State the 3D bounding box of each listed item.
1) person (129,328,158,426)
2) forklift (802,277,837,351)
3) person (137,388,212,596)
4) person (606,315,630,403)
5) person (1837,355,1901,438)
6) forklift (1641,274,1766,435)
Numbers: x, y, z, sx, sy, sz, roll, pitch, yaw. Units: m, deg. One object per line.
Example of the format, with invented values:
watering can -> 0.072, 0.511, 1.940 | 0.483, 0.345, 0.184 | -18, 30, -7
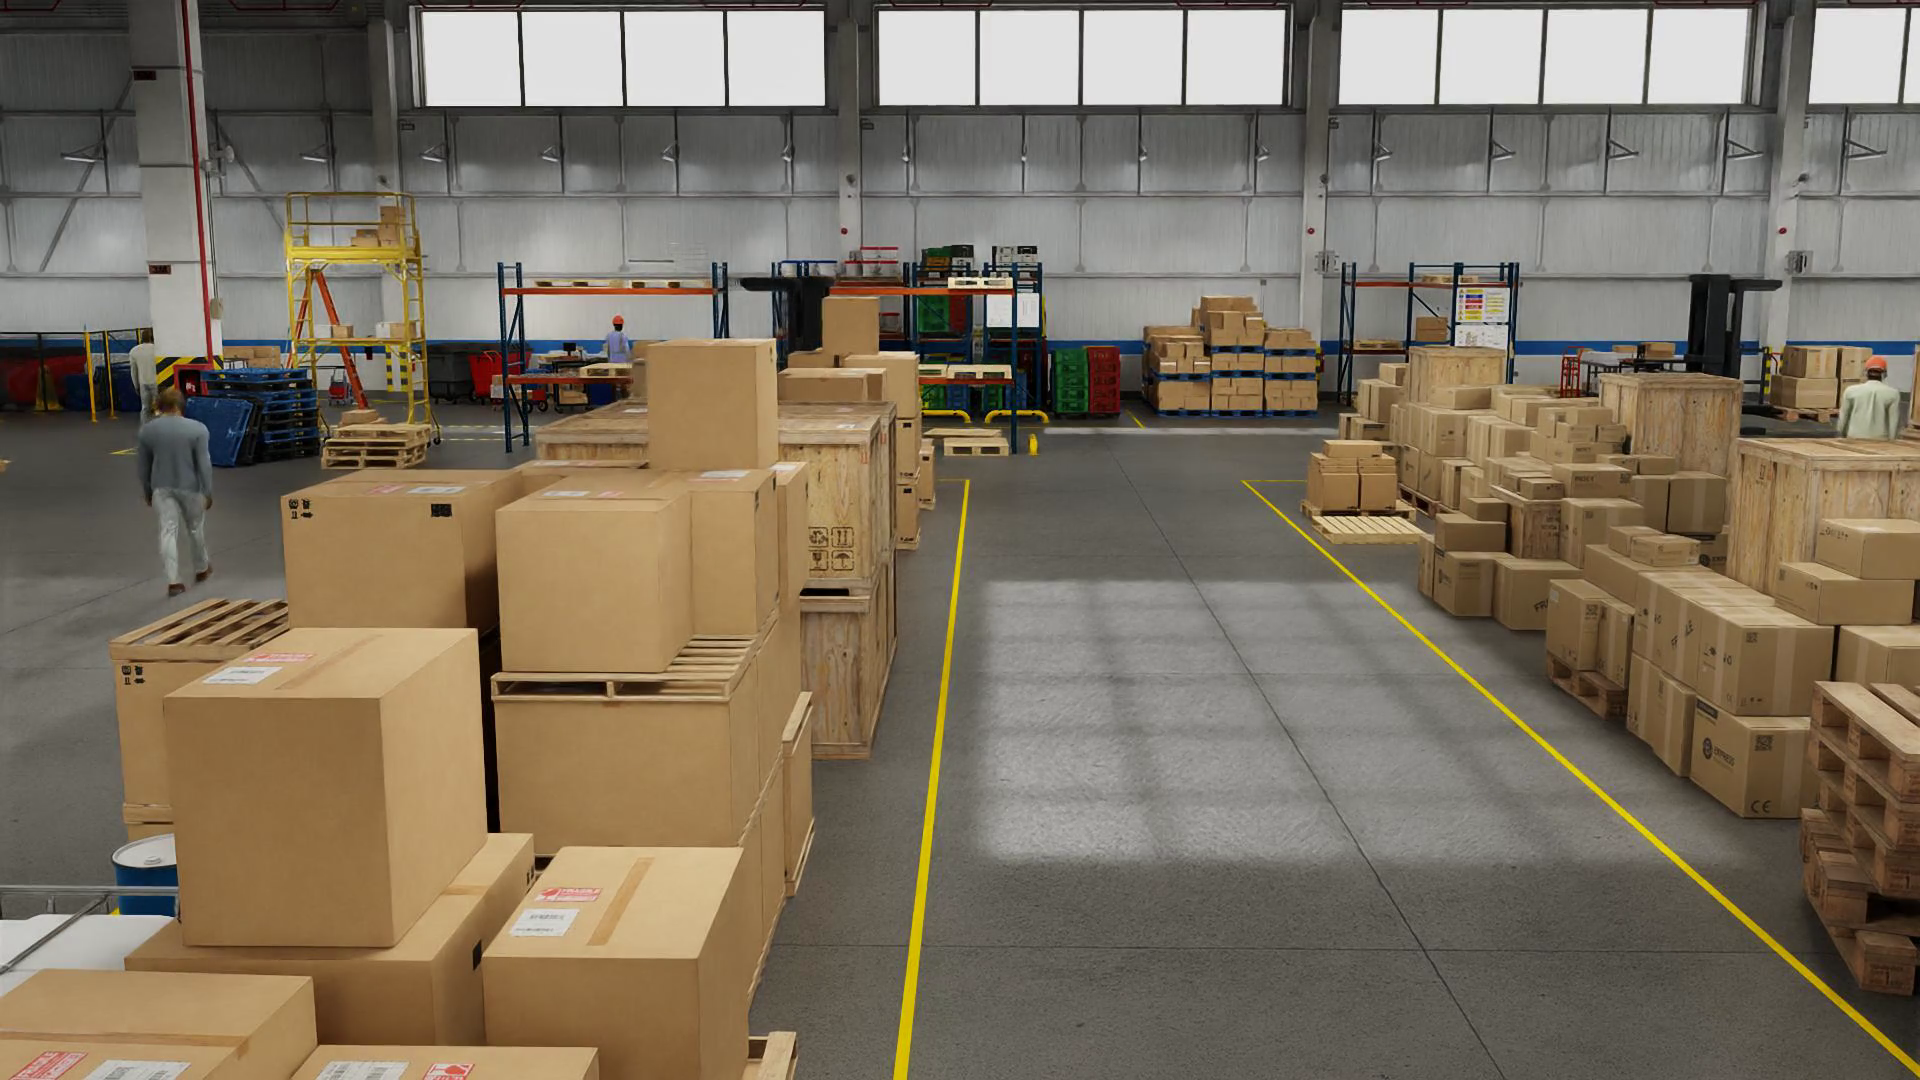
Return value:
person -> -13.639, -2.608, 28.071 | 0.637, 1.938, 0.355 | 0, 9, 1
forklift -> -2.035, -2.401, 24.017 | 1.873, 2.768, 1.129 | 0, 9, 1
person -> -7.259, -0.470, 15.436 | 0.655, 1.880, 1.039 | -2, 10, -12
person -> -7.082, -3.694, 34.570 | 0.545, 1.942, 0.353 | 4, 10, 22
person -> 10.654, -1.190, 19.522 | 0.608, 1.966, 0.945 | 4, 10, 20
forklift -> 13.081, -3.274, 29.247 | 1.873, 2.768, 1.129 | 0, 9, 1
